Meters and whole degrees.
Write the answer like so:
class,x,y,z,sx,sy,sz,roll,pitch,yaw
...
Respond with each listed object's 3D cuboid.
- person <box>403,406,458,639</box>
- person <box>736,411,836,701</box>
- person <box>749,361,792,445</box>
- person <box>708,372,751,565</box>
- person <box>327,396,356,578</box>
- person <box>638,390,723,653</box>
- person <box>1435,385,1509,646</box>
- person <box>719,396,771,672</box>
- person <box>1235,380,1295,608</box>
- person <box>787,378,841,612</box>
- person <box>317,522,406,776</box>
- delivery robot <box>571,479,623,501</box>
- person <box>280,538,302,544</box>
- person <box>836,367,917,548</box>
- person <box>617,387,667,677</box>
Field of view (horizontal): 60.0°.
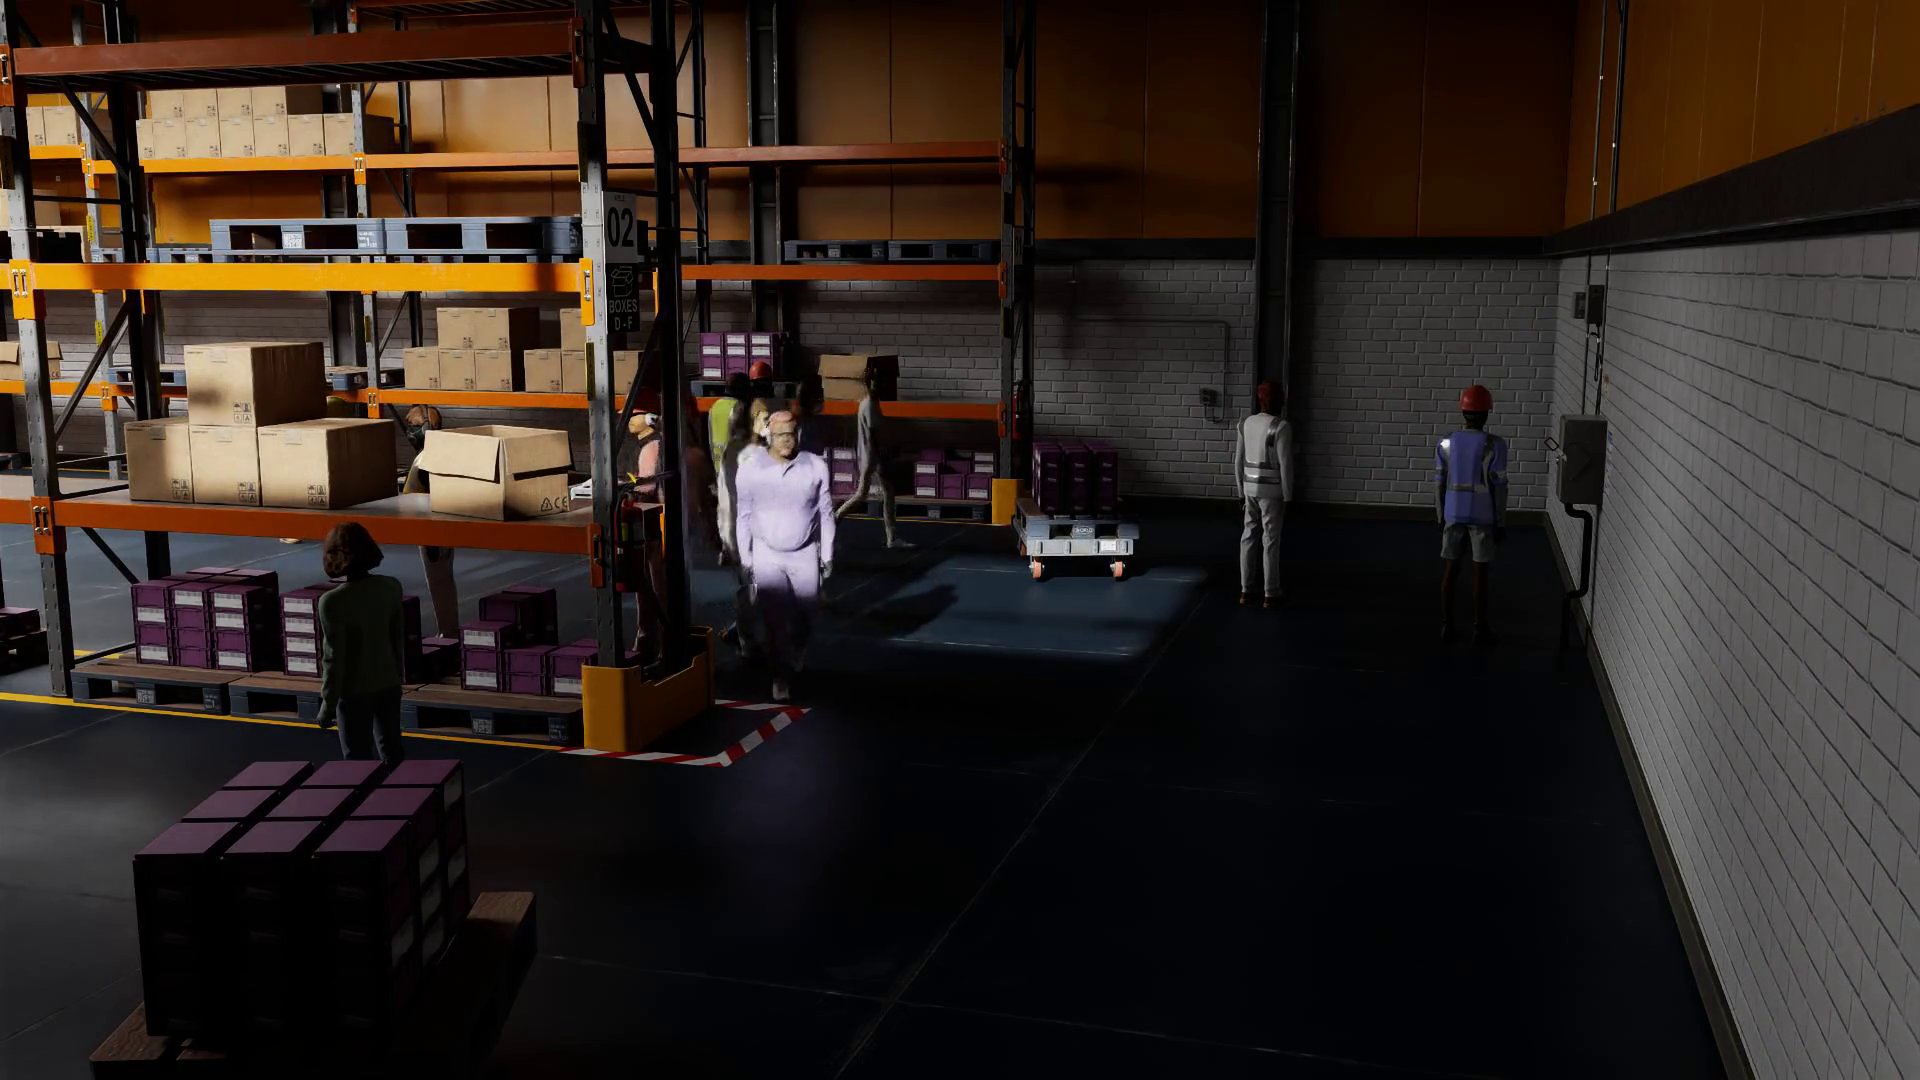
class,x,y,z,sx,sy,sz,roll,pitch,yaw
person,-3.772,-0.046,11.905,0.430,1.836,0.618,-2,10,-13
person,-1.156,0.072,11.033,0.652,1.883,0.750,-2,10,-12
person,-1.833,-0.710,15.651,0.385,1.928,0.547,9,13,43
person,-2.078,-0.652,15.566,0.429,1.839,0.634,-8,13,-42
person,-4.745,-0.190,12.770,0.404,1.832,0.597,-2,9,-11
person,-1.865,-0.051,11.474,0.656,1.970,0.628,5,10,26
person,3.809,-0.181,12.382,0.548,1.942,0.347,7,12,38
person,-1.434,-0.036,11.542,0.427,1.924,0.641,3,10,19
person,2.532,-0.384,13.791,0.359,1.884,0.573,-7,12,-36
person,-1.211,-0.342,13.443,0.577,1.917,0.623,4,10,24
person,-2.800,0.724,7.806,0.279,1.632,0.499,4,10,24
delivery robot,-3.988,-0.511,18.326,0.477,0.478,0.707,3,10,15
person,-6.799,-0.893,17.023,0.429,1.845,0.621,4,10,21
person,-0.940,-0.810,16.562,0.925,1.839,0.508,1,9,7
person,-2.155,-0.063,11.498,0.382,1.995,0.612,-9,13,-43
